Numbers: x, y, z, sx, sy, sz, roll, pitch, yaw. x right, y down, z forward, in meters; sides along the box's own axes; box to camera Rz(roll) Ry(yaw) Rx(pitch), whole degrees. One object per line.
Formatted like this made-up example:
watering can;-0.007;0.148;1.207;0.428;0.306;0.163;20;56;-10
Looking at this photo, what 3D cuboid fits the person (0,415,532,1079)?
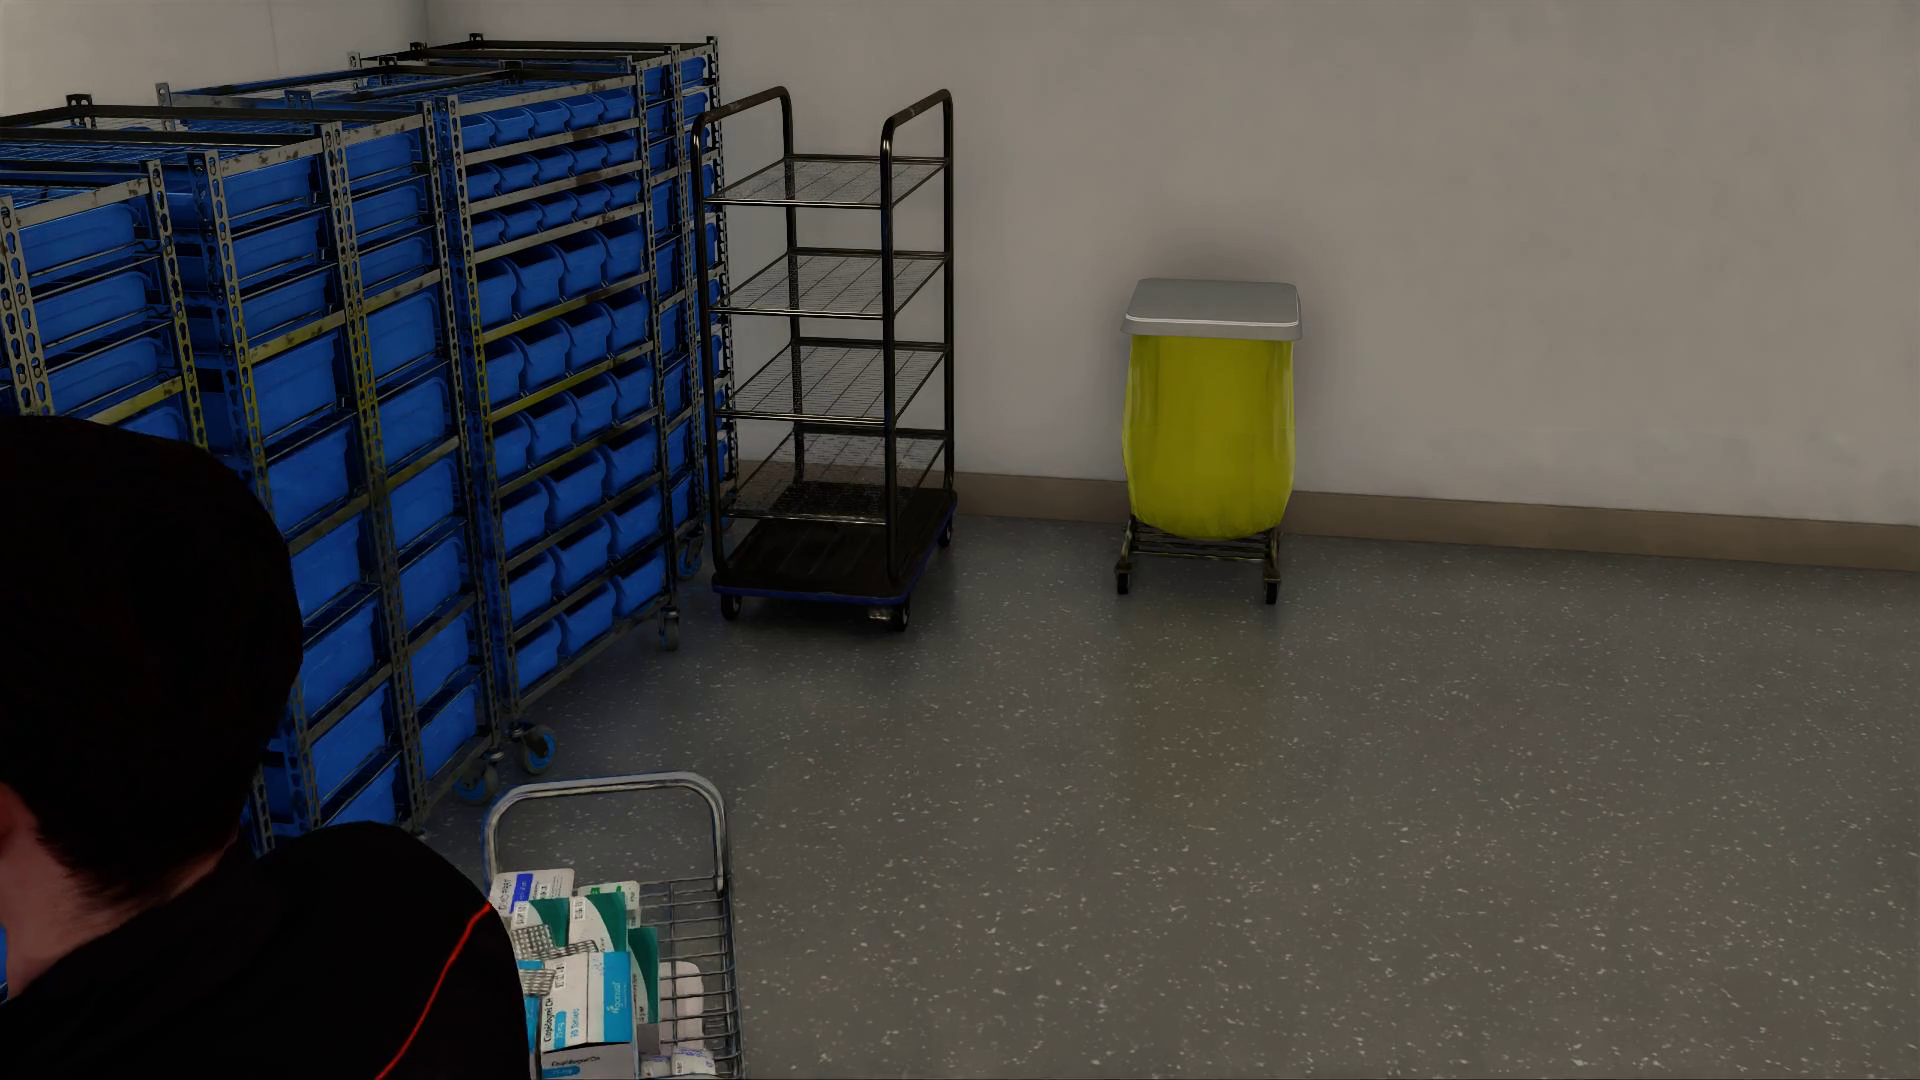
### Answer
person;-0.411;0.840;1.083;0.592;1.923;0.709;2;21;5
